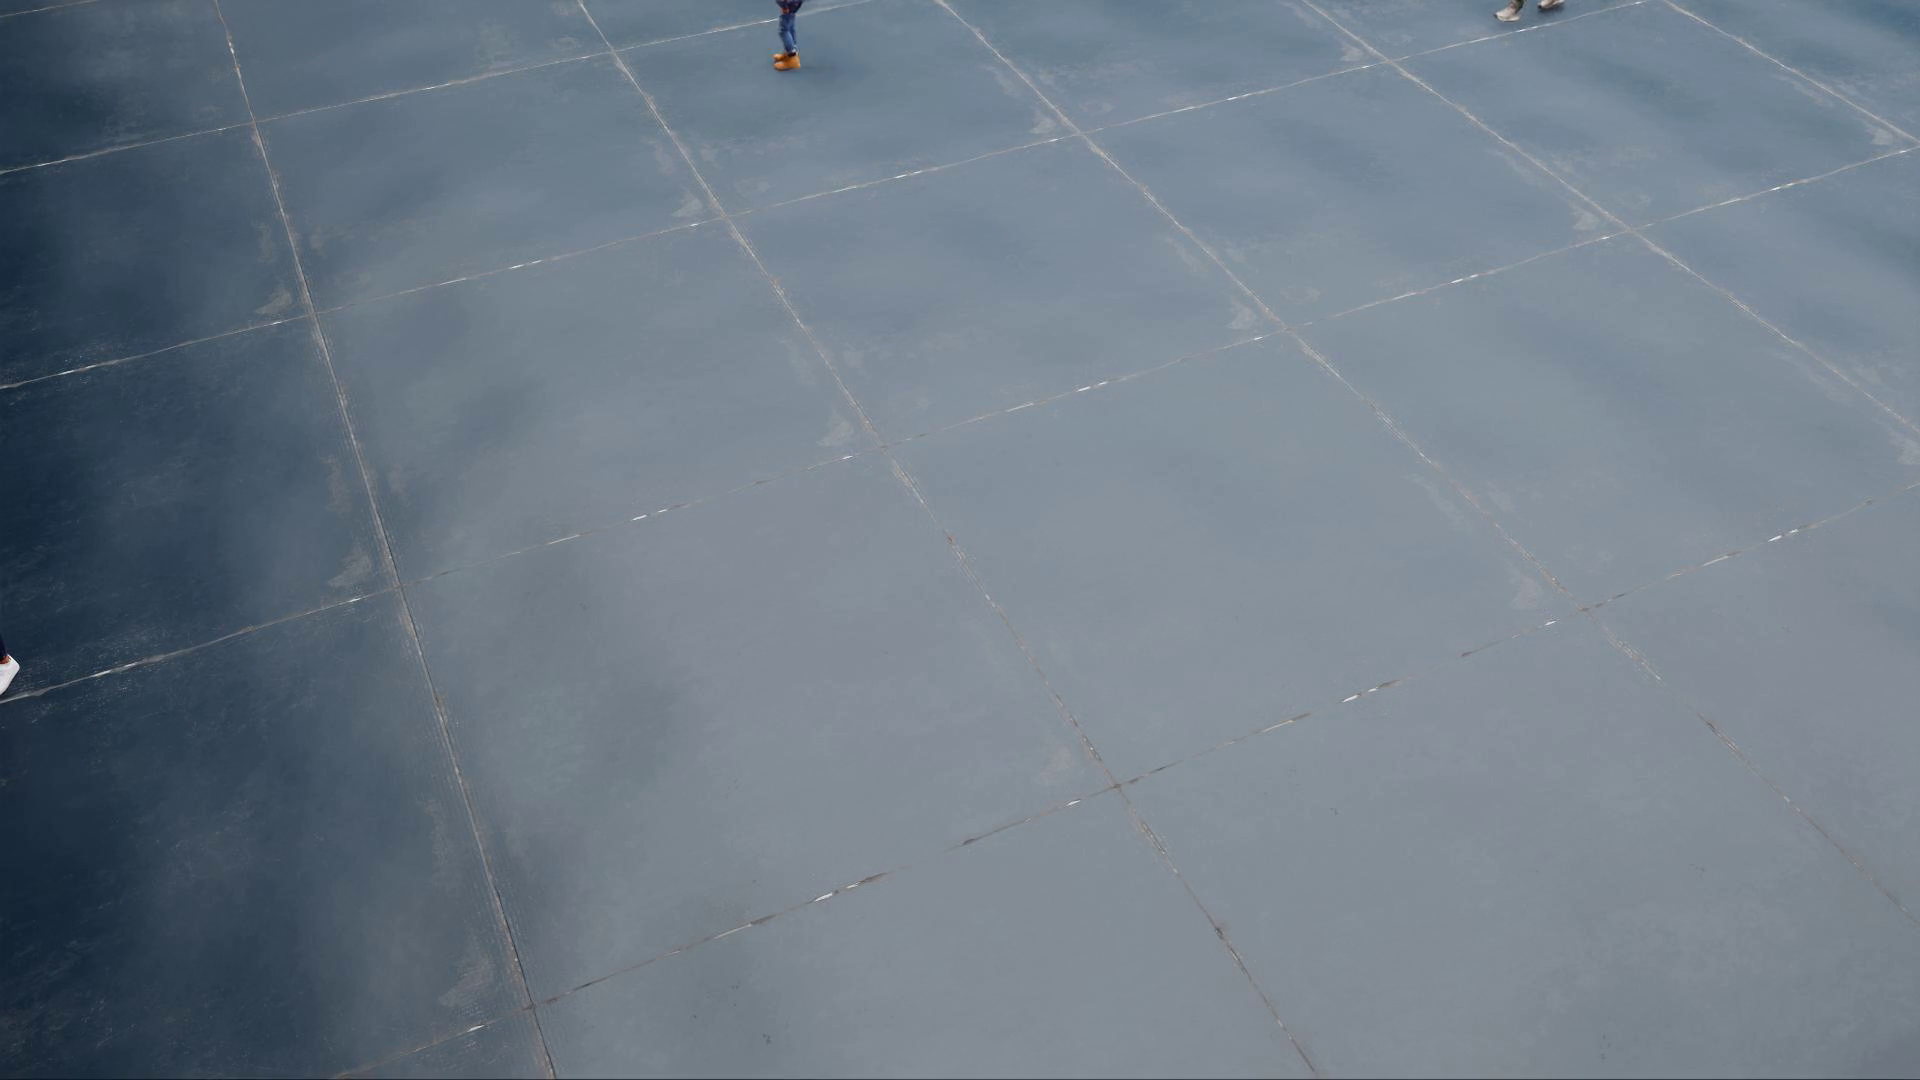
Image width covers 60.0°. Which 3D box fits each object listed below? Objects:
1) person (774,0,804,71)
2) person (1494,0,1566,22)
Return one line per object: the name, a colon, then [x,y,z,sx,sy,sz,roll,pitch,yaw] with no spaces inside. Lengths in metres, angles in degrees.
person: [-1.398,-4.541,13.829,0.671,1.246,0.601,4,42,4]
person: [5.202,-5.338,14.437,0.728,1.609,1.062,-22,47,-22]
